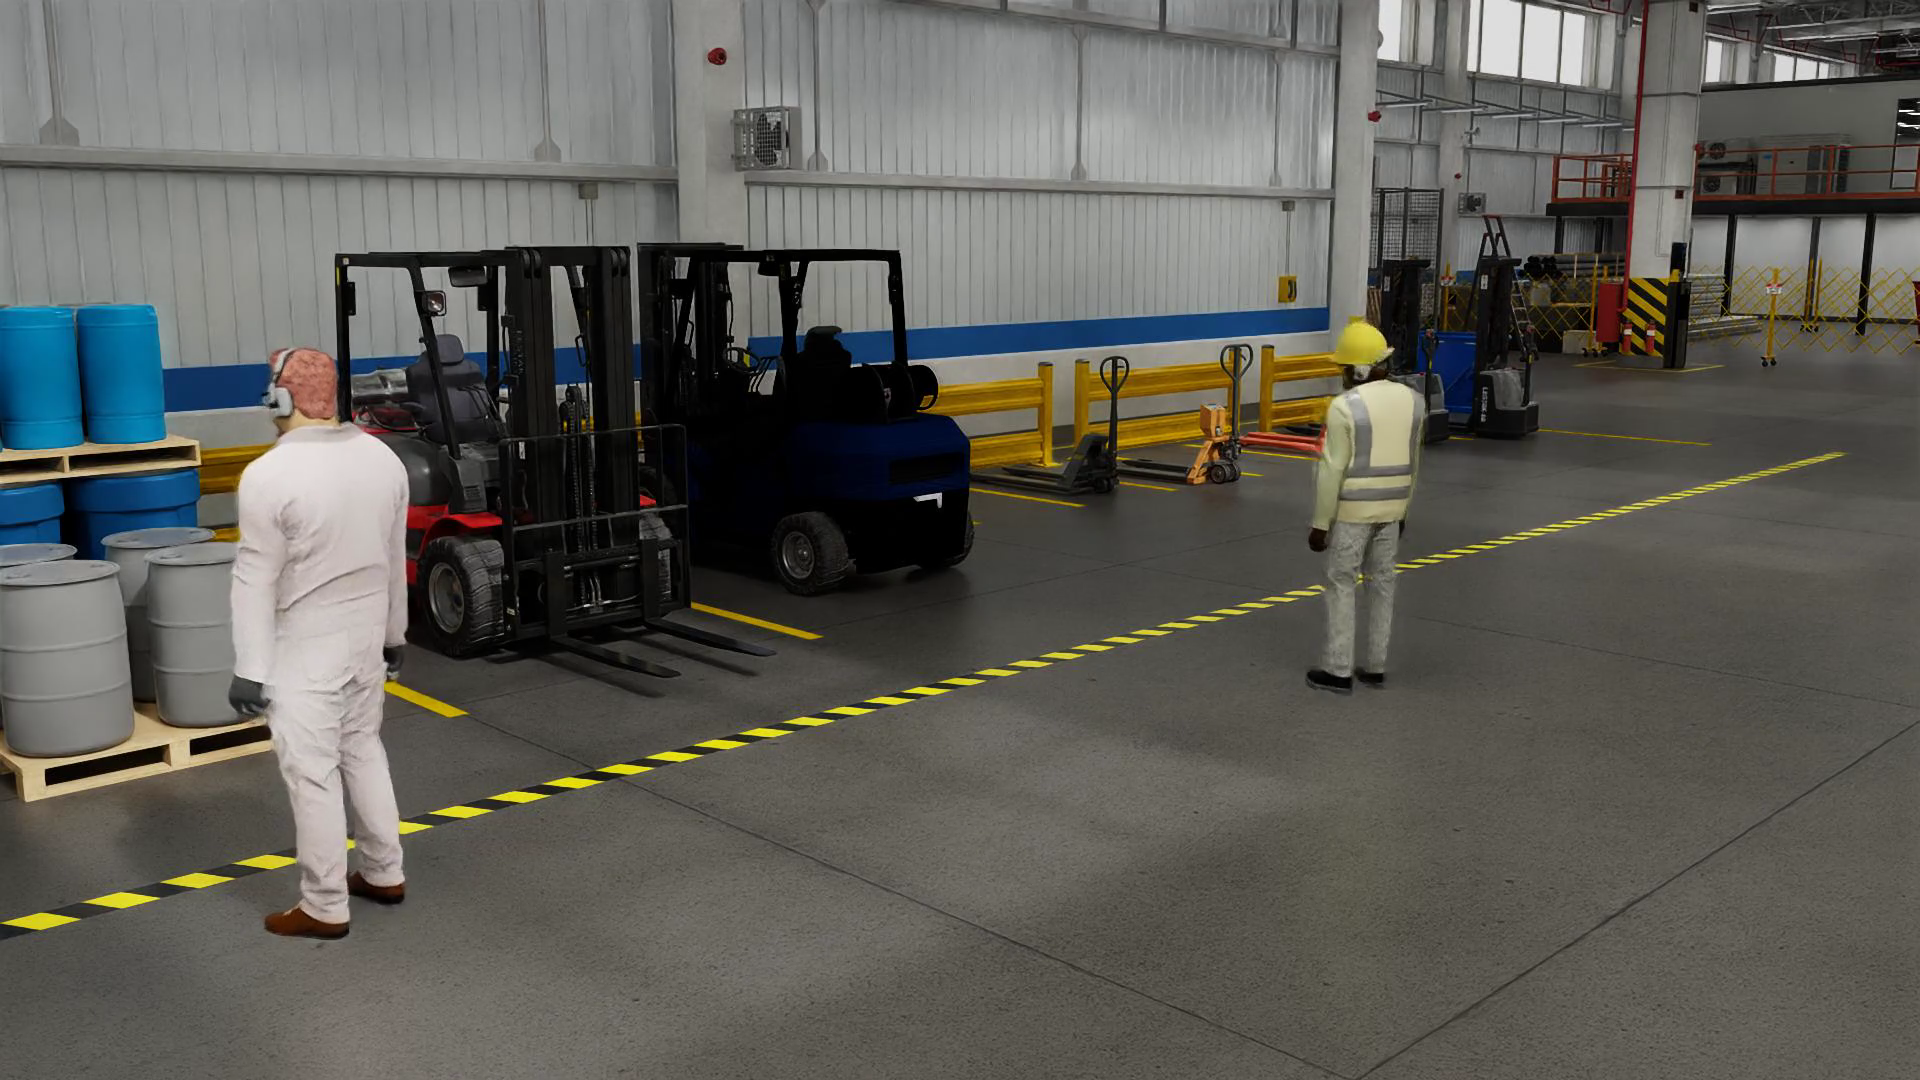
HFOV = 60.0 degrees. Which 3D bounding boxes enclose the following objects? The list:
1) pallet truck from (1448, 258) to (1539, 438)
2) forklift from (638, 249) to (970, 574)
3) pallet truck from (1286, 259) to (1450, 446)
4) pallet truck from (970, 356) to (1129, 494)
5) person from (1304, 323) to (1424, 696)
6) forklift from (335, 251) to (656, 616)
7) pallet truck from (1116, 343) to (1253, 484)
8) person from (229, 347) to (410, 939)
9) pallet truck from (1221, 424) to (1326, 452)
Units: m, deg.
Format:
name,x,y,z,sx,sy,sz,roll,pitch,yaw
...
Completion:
name,x,y,z,sx,sy,sz,roll,pitch,yaw
pallet truck,5.704,-2.208,18.901,1.885,1.965,0.823,10,14,43
forklift,-1.173,-0.958,11.239,2.680,1.987,1.157,10,14,43
pallet truck,4.493,-2.078,18.196,0.823,1.965,1.885,-9,14,-40
pallet truck,0.784,-1.085,14.876,0.680,1.201,1.601,-10,14,-44
person,1.976,-0.137,8.144,0.630,1.812,0.403,-5,12,-26
forklift,-2.833,-0.669,9.694,1.157,1.987,2.680,-10,14,-44
pallet truck,1.962,-1.215,15.415,1.522,1.261,0.704,10,14,43
person,-2.048,0.336,5.323,0.418,1.898,0.649,5,11,23
pallet truck,3.563,-1.581,17.381,0.653,1.274,1.630,-10,14,-44
